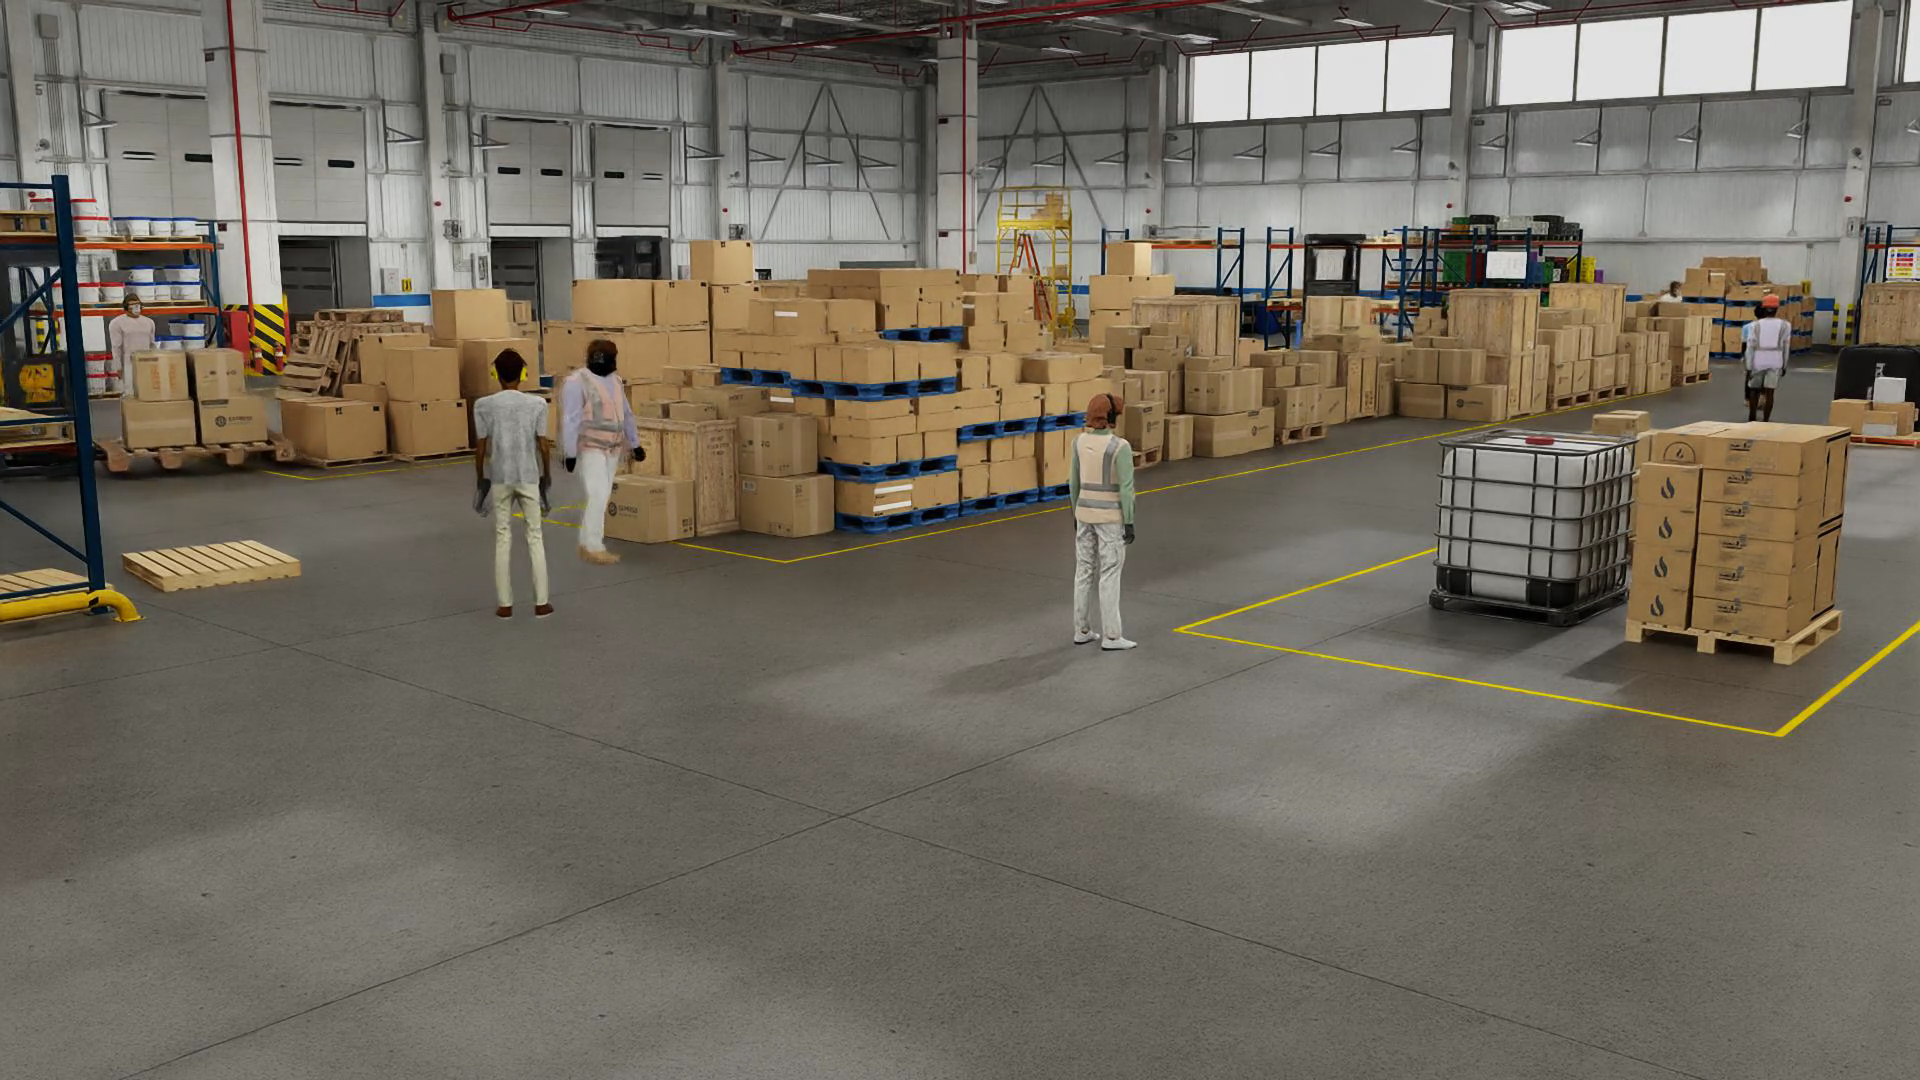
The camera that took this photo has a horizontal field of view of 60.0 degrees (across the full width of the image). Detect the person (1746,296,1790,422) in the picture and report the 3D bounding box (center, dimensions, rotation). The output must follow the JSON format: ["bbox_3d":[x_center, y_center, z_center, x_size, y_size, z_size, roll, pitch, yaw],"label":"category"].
[{"bbox_3d":[11.169,-2.430,23.042,0.550,1.882,0.998,4,11,22],"label":"person"}]

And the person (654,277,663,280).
[{"bbox_3d":[-6.509,-4.725,36.025,0.635,1.928,0.383,-4,11,-23],"label":"person"}]

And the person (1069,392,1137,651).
[{"bbox_3d":[0.906,-0.116,10.584,0.306,1.639,0.524,-9,13,-41],"label":"person"}]

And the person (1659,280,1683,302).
[{"bbox_3d":[14.039,-4.184,32.955,0.648,1.917,0.456,-5,11,-28],"label":"person"}]

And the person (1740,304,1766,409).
[{"bbox_3d":[12.677,-2.902,26.397,0.540,1.665,0.787,4,11,19],"label":"person"}]

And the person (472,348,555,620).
[{"bbox_3d":[-3.069,-0.381,11.440,0.549,1.868,0.315,-2,10,-11],"label":"person"}]

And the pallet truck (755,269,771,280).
[{"bbox_3d":[-4.996,-6.432,45.525,1.885,1.965,0.823,-6,12,-32],"label":"pallet truck"}]

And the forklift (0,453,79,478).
[{"bbox_3d":[-10.744,-2.058,18.111,1.873,2.768,1.129,-6,12,-32],"label":"forklift"}]

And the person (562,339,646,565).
[{"bbox_3d":[-2.951,-0.734,13.614,0.605,1.810,0.645,5,11,26],"label":"person"}]

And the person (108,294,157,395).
[{"bbox_3d":[-11.049,-2.327,22.325,0.373,1.940,0.629,6,12,31],"label":"person"}]

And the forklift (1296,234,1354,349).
[{"bbox_3d":[7.348,-4.703,33.167,1.129,2.768,1.873,1,10,5],"label":"forklift"}]

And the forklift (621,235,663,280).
[{"bbox_3d":[-7.072,-5.416,37.229,1.873,2.768,1.129,8,13,40],"label":"forklift"}]
